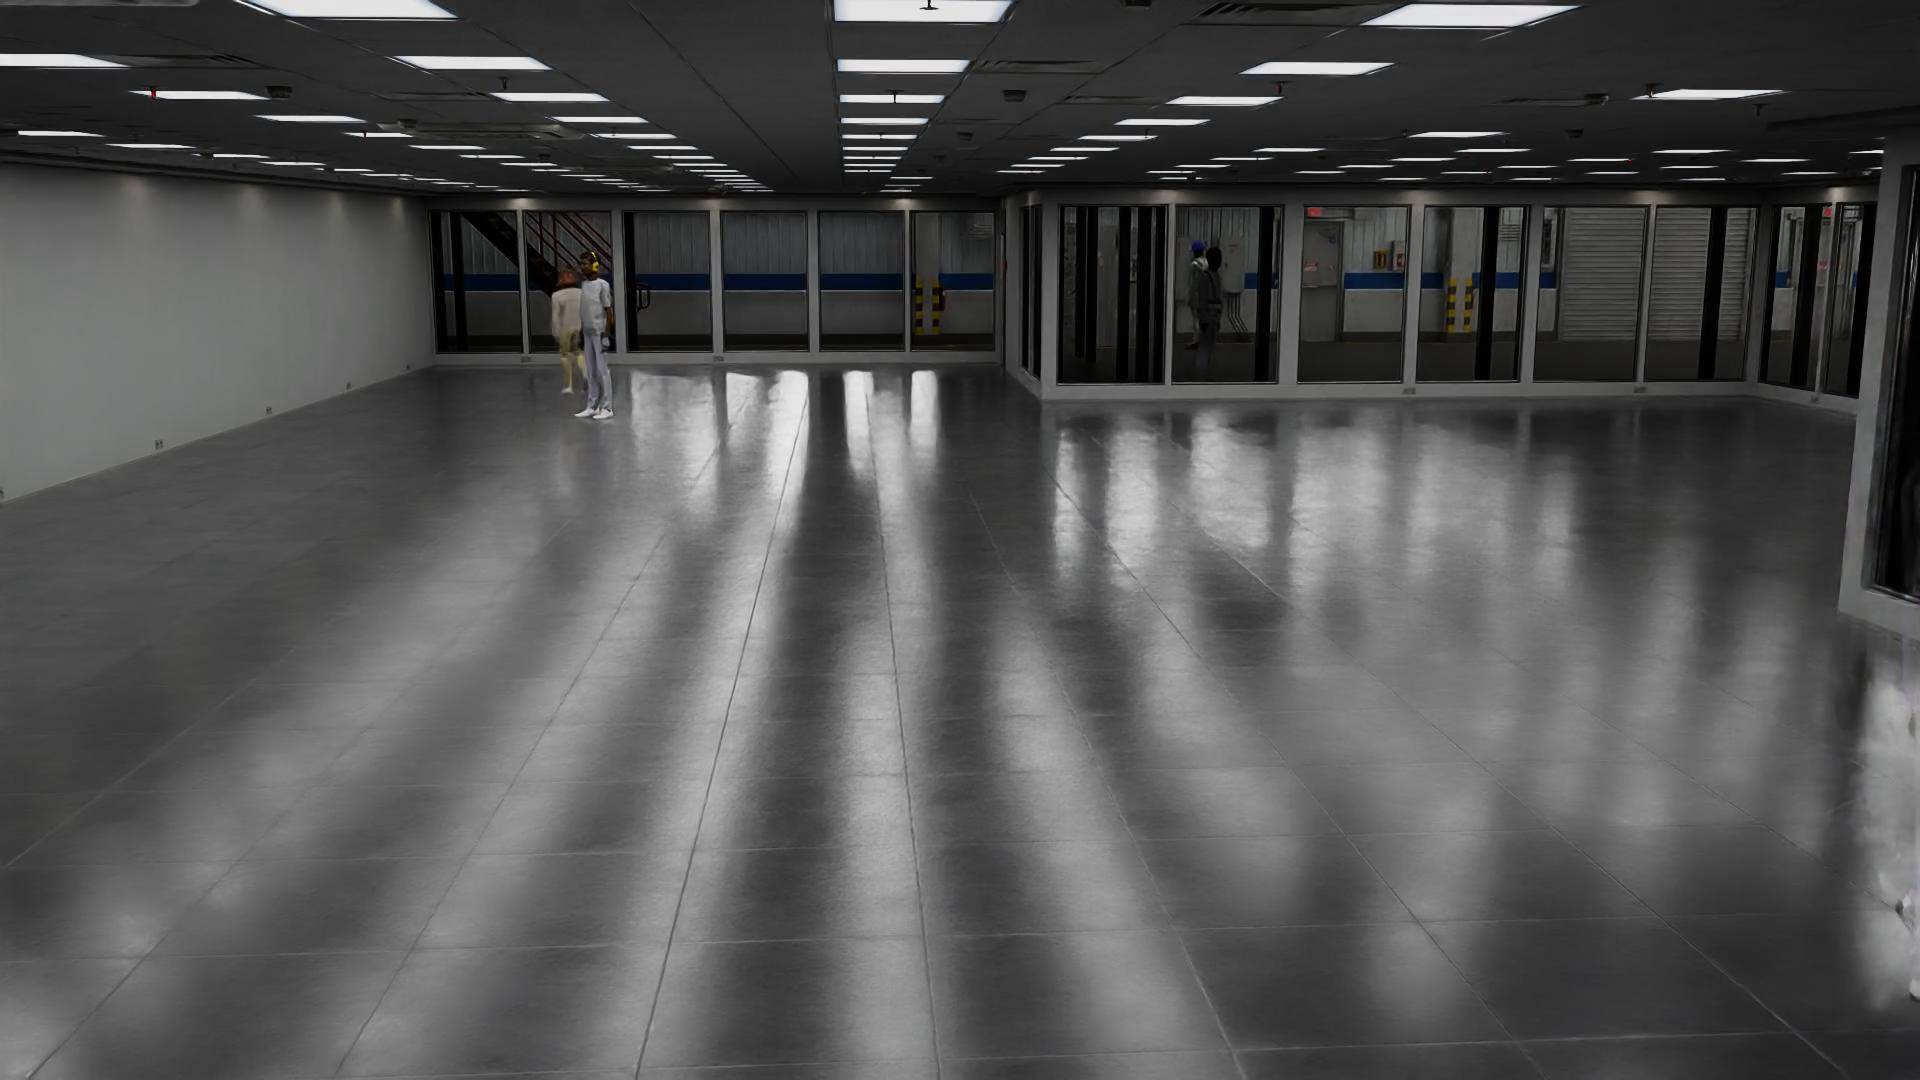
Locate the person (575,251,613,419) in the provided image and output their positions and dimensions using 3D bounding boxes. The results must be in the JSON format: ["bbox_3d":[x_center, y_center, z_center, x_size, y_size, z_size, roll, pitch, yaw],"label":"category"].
[{"bbox_3d":[-4.099,-2.284,18.609,0.519,1.874,0.327,9,14,40],"label":"person"}]

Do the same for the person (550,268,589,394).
[{"bbox_3d":[-5.004,-2.675,21.344,0.526,1.619,0.419,-8,13,-38],"label":"person"}]
